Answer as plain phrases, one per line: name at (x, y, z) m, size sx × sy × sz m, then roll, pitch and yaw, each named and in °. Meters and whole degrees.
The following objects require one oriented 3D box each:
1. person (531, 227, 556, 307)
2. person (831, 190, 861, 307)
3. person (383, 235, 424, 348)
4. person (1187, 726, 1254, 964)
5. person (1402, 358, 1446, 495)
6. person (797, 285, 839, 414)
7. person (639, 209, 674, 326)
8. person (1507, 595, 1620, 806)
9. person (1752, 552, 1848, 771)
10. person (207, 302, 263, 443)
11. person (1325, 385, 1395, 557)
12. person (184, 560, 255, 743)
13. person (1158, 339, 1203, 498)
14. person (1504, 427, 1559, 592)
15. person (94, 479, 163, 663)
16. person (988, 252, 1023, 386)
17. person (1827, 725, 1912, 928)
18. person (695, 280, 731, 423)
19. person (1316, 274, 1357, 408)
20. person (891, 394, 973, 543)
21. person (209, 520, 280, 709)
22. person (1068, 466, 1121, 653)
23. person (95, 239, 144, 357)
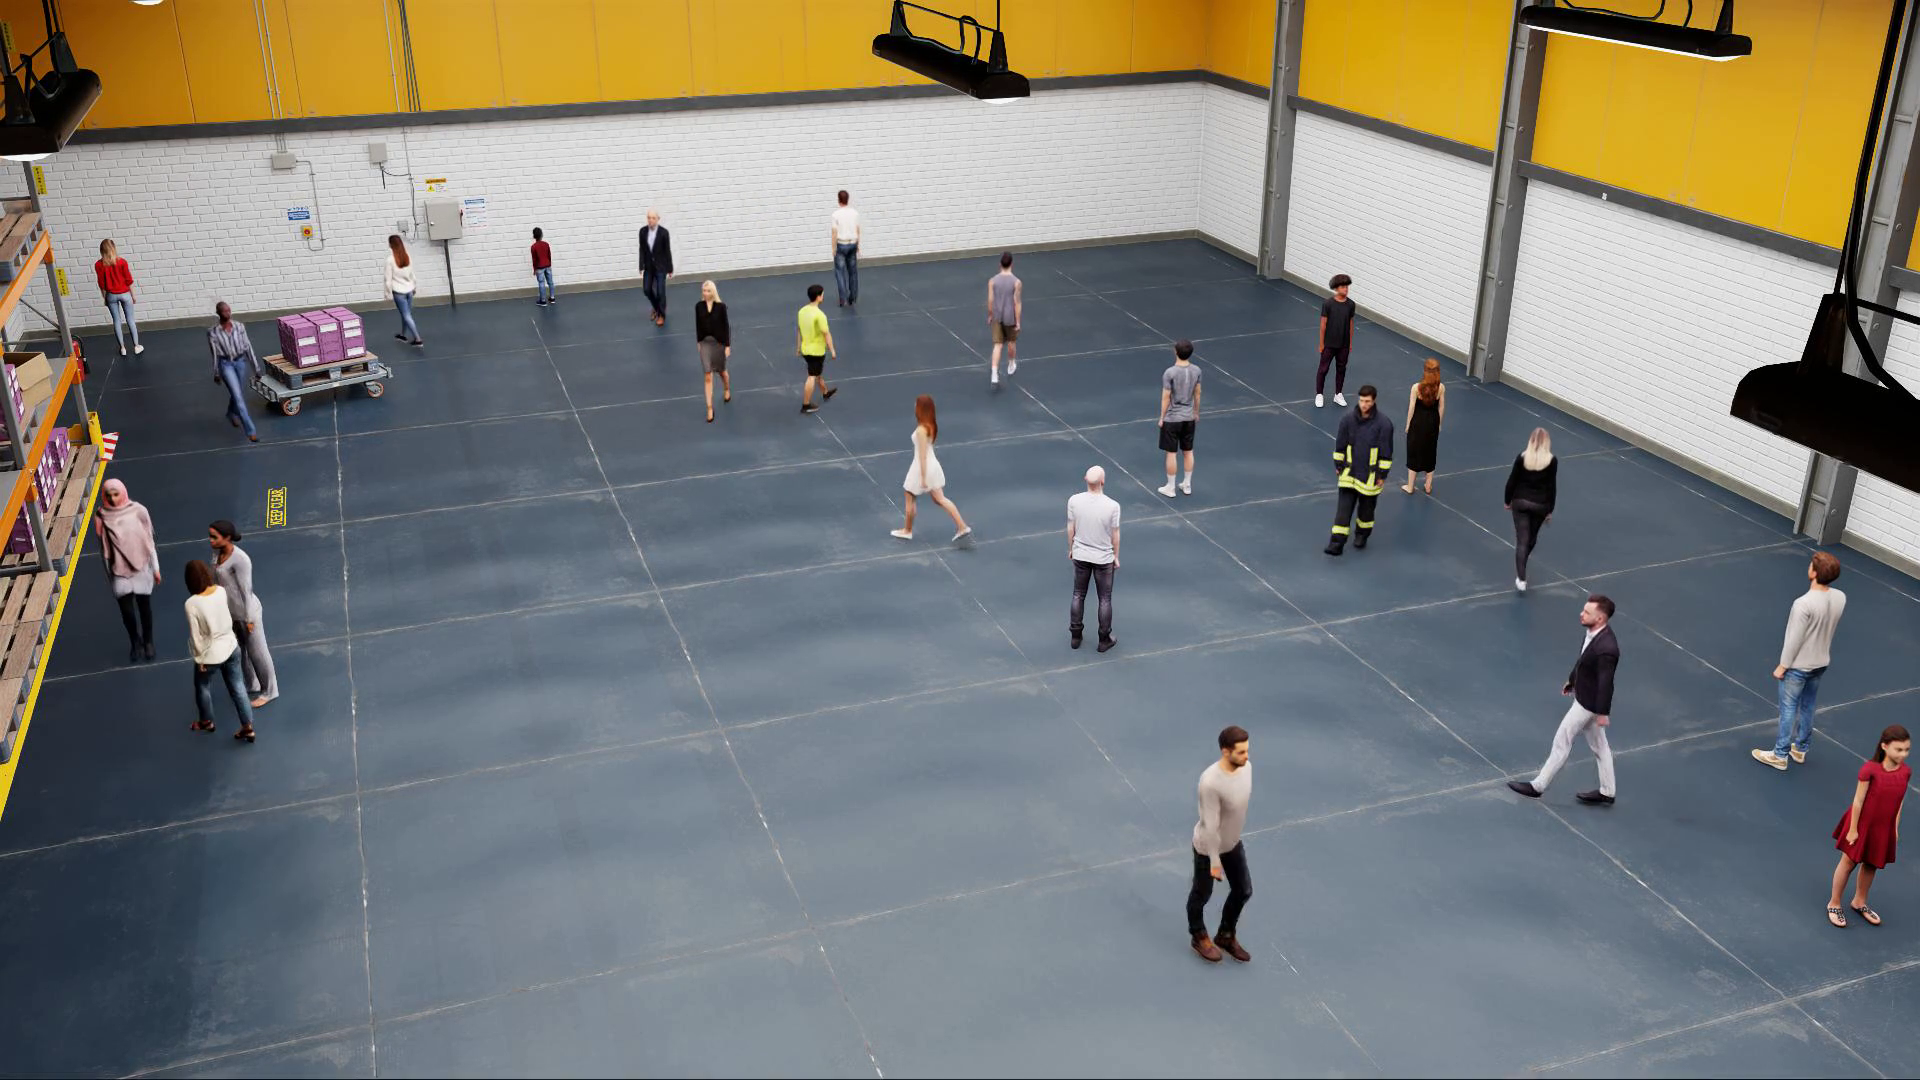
person at (-6.707, -4.405, 26.744) m, size 0.602 × 1.254 × 0.580 m, roll 21°, pitch 31°, yaw 39°
person at (-1.799, -4.657, 26.570) m, size 0.707 × 1.856 × 0.658 m, roll -11°, pitch 26°, yaw -25°
person at (-8.158, -3.631, 24.456) m, size 1.070 × 1.668 × 0.953 m, roll 15°, pitch 28°, yaw 31°
person at (1.682, 2.029, 11.284) m, size 0.741 × 1.849 × 0.758 m, roll -17°, pitch 29°, yaw -34°
person at (5.366, -1.316, 19.214) m, size 0.639 × 1.626 × 0.667 m, roll 0°, pitch 24°, yaw -1°
person at (-1.979, -2.479, 21.810) m, size 1.045 × 1.677 × 0.984 m, roll 21°, pitch 31°, yaw 40°
person at (-4.679, -4.235, 25.688) m, size 0.849 × 1.789 × 0.863 m, roll 4°, pitch 24°, yaw 9°
person at (5.051, 1.289, 13.030) m, size 1.123 × 1.807 × 1.118 m, roll 8°, pitch 25°, yaw 17°
person at (6.913, 0.990, 13.591) m, size 0.657 × 1.905 × 0.574 m, roll -9°, pitch 25°, yaw -20°
person at (-9.180, -2.125, 20.926) m, size 1.323 × 1.737 × 1.051 m, roll 21°, pitch 31°, yaw 39°
person at (4.305, -0.777, 17.655) m, size 1.191 × 1.887 × 1.251 m, roll 11°, pitch 26°, yaw 23°
person at (-6.171, 0.964, 13.954) m, size 0.988 × 1.660 × 0.924 m, roll 11°, pitch 26°, yaw 24°
person at (2.531, -1.406, 19.112) m, size 0.645 × 1.871 × 0.529 m, roll -8°, pitch 25°, yaw -18°
person at (5.764, -0.278, 16.827) m, size 1.078 × 1.636 × 1.228 m, roll 7°, pitch 24°, yaw 15°
person at (-7.676, 0.251, 15.420) m, size 0.667 × 1.793 × 0.669 m, roll -12°, pitch 26°, yaw -26°
person at (0.583, -2.999, 22.810) m, size 1.058 × 1.806 × 1.302 m, roll 5°, pitch 24°, yaw 10°
person at (6.436, 1.994, 11.733) m, size 0.603 × 1.553 × 0.665 m, roll -2°, pitch 24°, yaw -5°
person at (-3.175, -2.491, 21.692) m, size 0.977 × 1.793 × 1.275 m, roll 2°, pitch 24°, yaw 5°
person at (5.001, -2.669, 22.109) m, size 0.676 × 1.785 × 0.635 m, roll -3°, pitch 24°, yaw -7°
person at (-0.276, -0.726, 17.801) m, size 1.143 × 1.676 × 1.093 m, roll 10°, pitch 26°, yaw 22°
person at (-6.332, 0.617, 14.657) m, size 0.675 × 1.733 × 0.768 m, roll 15°, pitch 28°, yaw 30°
person at (1.244, 0.167, 15.563) m, size 0.752 × 1.832 × 0.797 m, roll 9°, pitch 25°, yaw 19°
person at (-12.250, -3.541, 24.204) m, size 0.614 × 1.705 × 0.497 m, roll -9°, pitch 25°, yaw -20°
